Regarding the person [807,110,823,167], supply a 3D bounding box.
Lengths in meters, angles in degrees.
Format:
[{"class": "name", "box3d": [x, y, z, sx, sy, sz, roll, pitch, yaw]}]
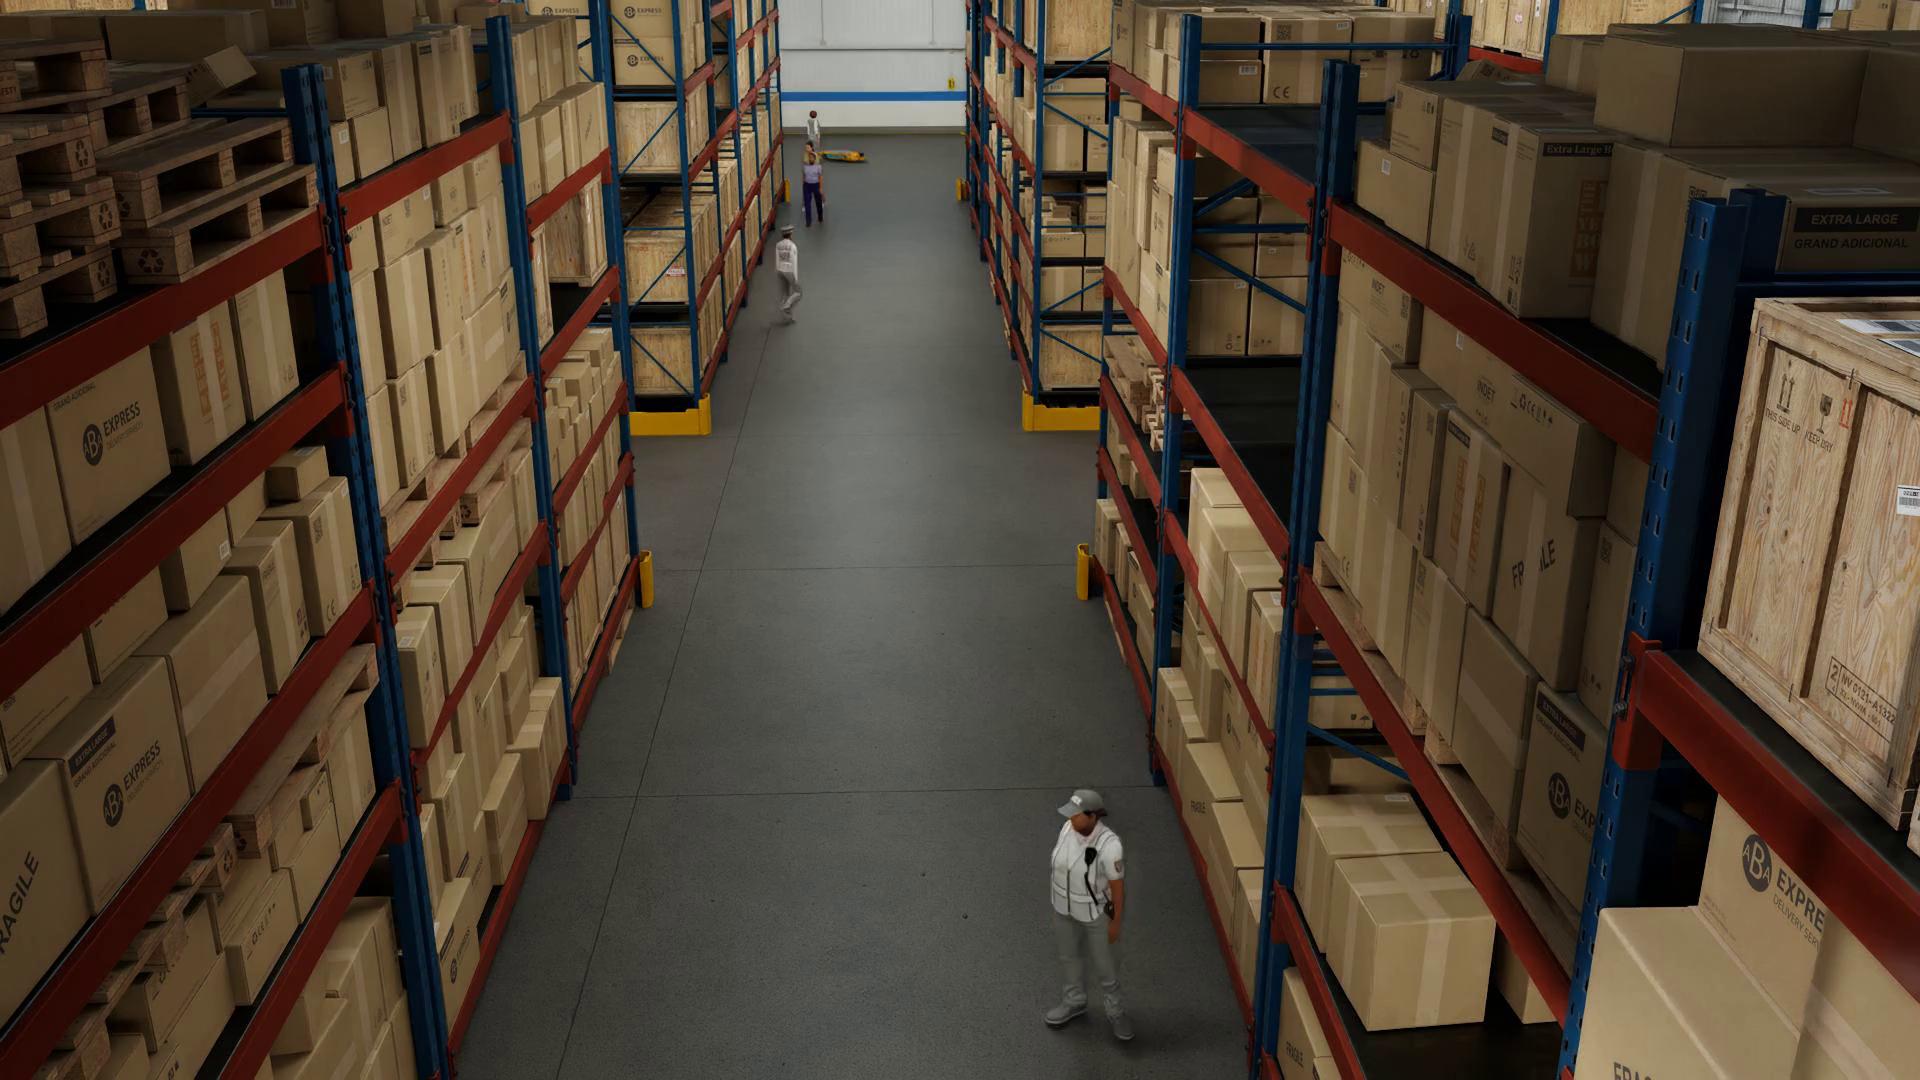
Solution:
[{"class": "person", "box3d": [-4.135, -11.411, 47.323, 0.409, 1.593, 0.333, 19, 27, 41]}]

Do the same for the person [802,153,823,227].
[{"class": "person", "box3d": [-3.404, -8.101, 38.371, 0.482, 1.637, 0.728, 0, 20, 1]}]

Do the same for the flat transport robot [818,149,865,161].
[{"class": "flat transport robot", "box3d": [-3.566, -11.348, 49.147, 1.431, 0.264, 0.659, 14, 25, 33]}]

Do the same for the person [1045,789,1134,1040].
[{"class": "person", "box3d": [0.830, 2.327, 10.365, 0.588, 1.670, 0.407, 15, 25, 35]}]

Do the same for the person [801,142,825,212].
[{"class": "person", "box3d": [-3.615, -8.839, 40.343, 0.467, 1.638, 1.015, 5, 21, 14]}]

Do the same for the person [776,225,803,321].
[{"class": "person", "box3d": [-3.018, -4.617, 28.947, 0.493, 1.671, 0.472, 15, 25, 35]}]
